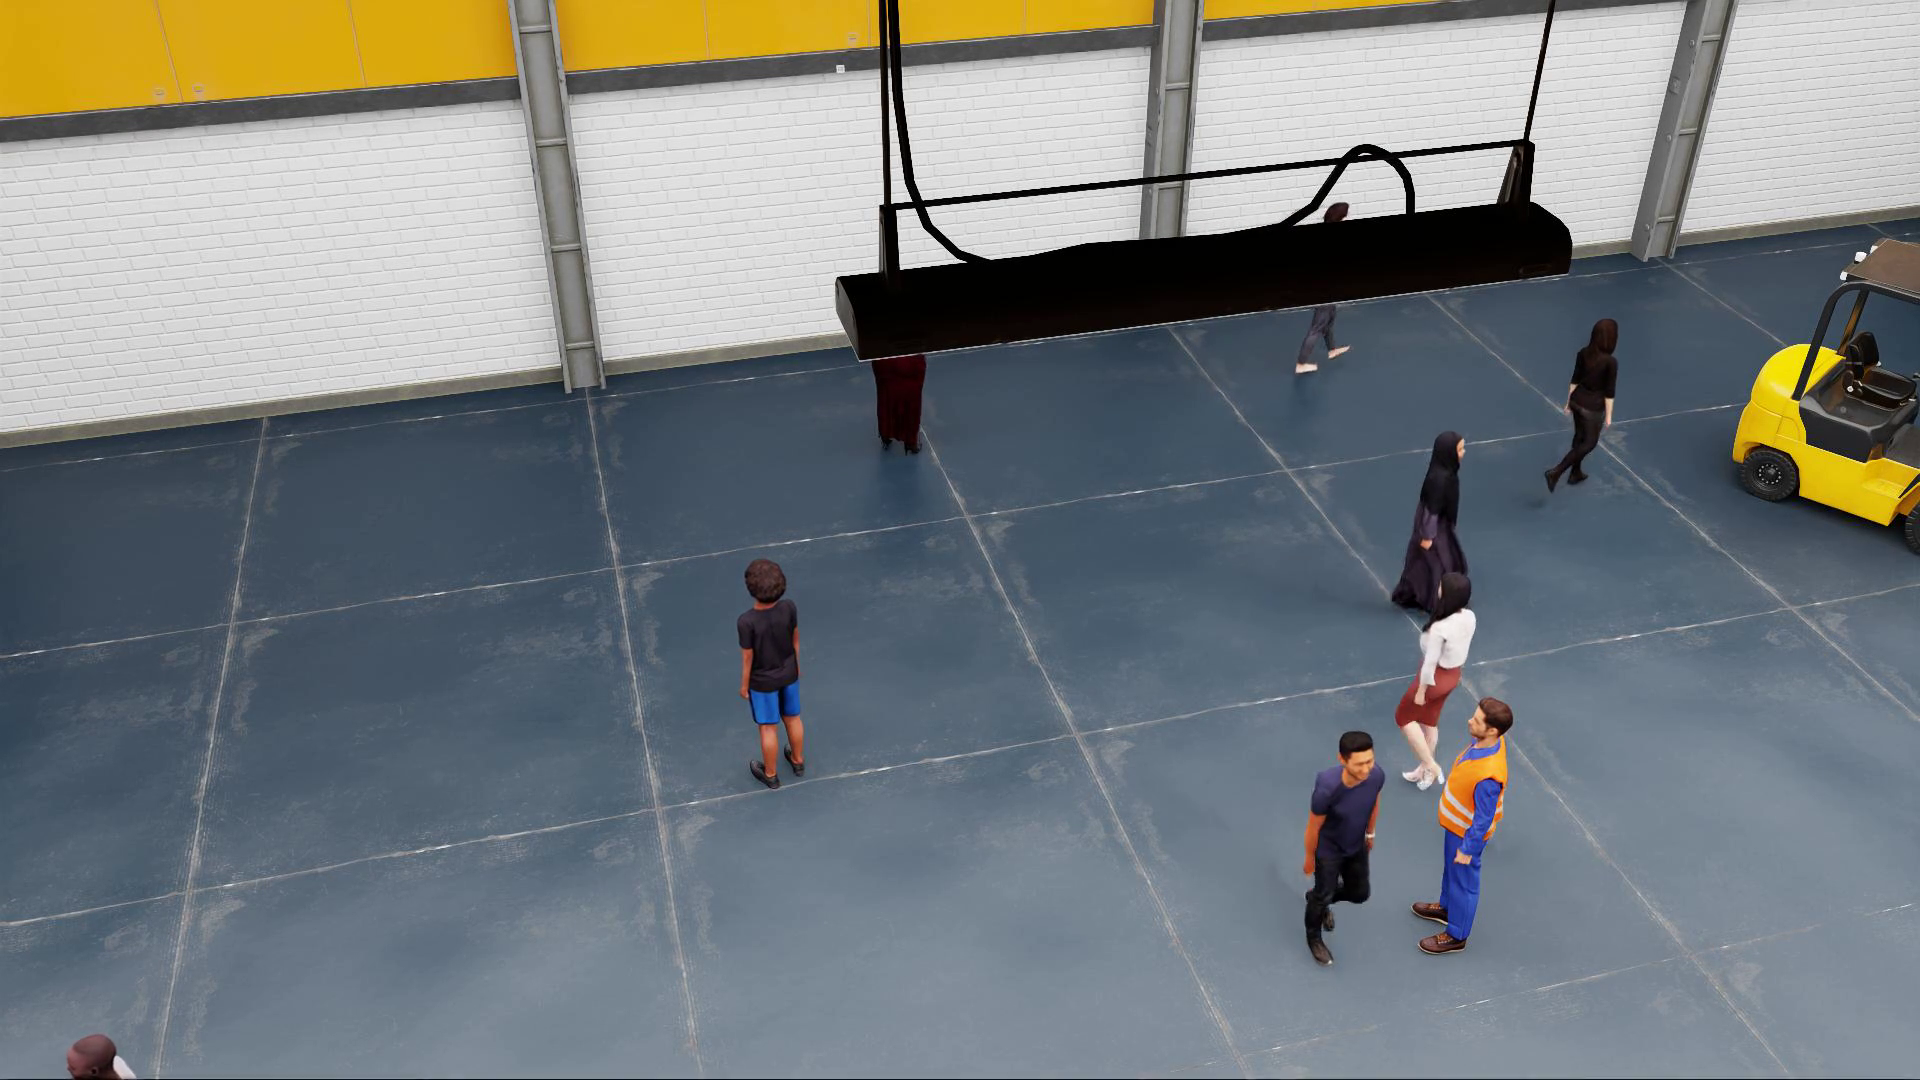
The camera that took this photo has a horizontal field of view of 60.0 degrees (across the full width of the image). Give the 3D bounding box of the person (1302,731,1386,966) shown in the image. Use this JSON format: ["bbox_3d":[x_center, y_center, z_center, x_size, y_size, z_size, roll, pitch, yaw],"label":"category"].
[{"bbox_3d":[2.196,1.748,9.847,0.665,1.778,0.756,-13,36,-19],"label":"person"}]

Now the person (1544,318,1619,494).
[{"bbox_3d":[5.356,-1.118,14.292,0.975,1.630,0.727,-19,38,-26],"label":"person"}]

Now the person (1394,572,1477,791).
[{"bbox_3d":[3.204,1.007,11.001,0.707,1.734,0.790,-25,41,-33],"label":"person"}]

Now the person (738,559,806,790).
[{"bbox_3d":[-1.250,0.893,11.112,0.630,1.800,0.743,-21,39,-29],"label":"person"}]

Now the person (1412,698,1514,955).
[{"bbox_3d":[3.017,1.684,9.865,0.742,1.864,0.766,4,34,6],"label":"person"}]

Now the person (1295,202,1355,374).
[{"bbox_3d":[3.481,-2.420,16.150,0.968,1.742,0.721,-13,36,-19],"label":"person"}]

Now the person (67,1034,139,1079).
[{"bbox_3d":[-3.944,2.990,7.983,0.589,1.772,0.650,-15,36,-21],"label":"person"}]

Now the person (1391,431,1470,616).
[{"bbox_3d":[3.593,-0.141,12.843,0.967,1.606,0.874,12,35,17],"label":"person"}]
